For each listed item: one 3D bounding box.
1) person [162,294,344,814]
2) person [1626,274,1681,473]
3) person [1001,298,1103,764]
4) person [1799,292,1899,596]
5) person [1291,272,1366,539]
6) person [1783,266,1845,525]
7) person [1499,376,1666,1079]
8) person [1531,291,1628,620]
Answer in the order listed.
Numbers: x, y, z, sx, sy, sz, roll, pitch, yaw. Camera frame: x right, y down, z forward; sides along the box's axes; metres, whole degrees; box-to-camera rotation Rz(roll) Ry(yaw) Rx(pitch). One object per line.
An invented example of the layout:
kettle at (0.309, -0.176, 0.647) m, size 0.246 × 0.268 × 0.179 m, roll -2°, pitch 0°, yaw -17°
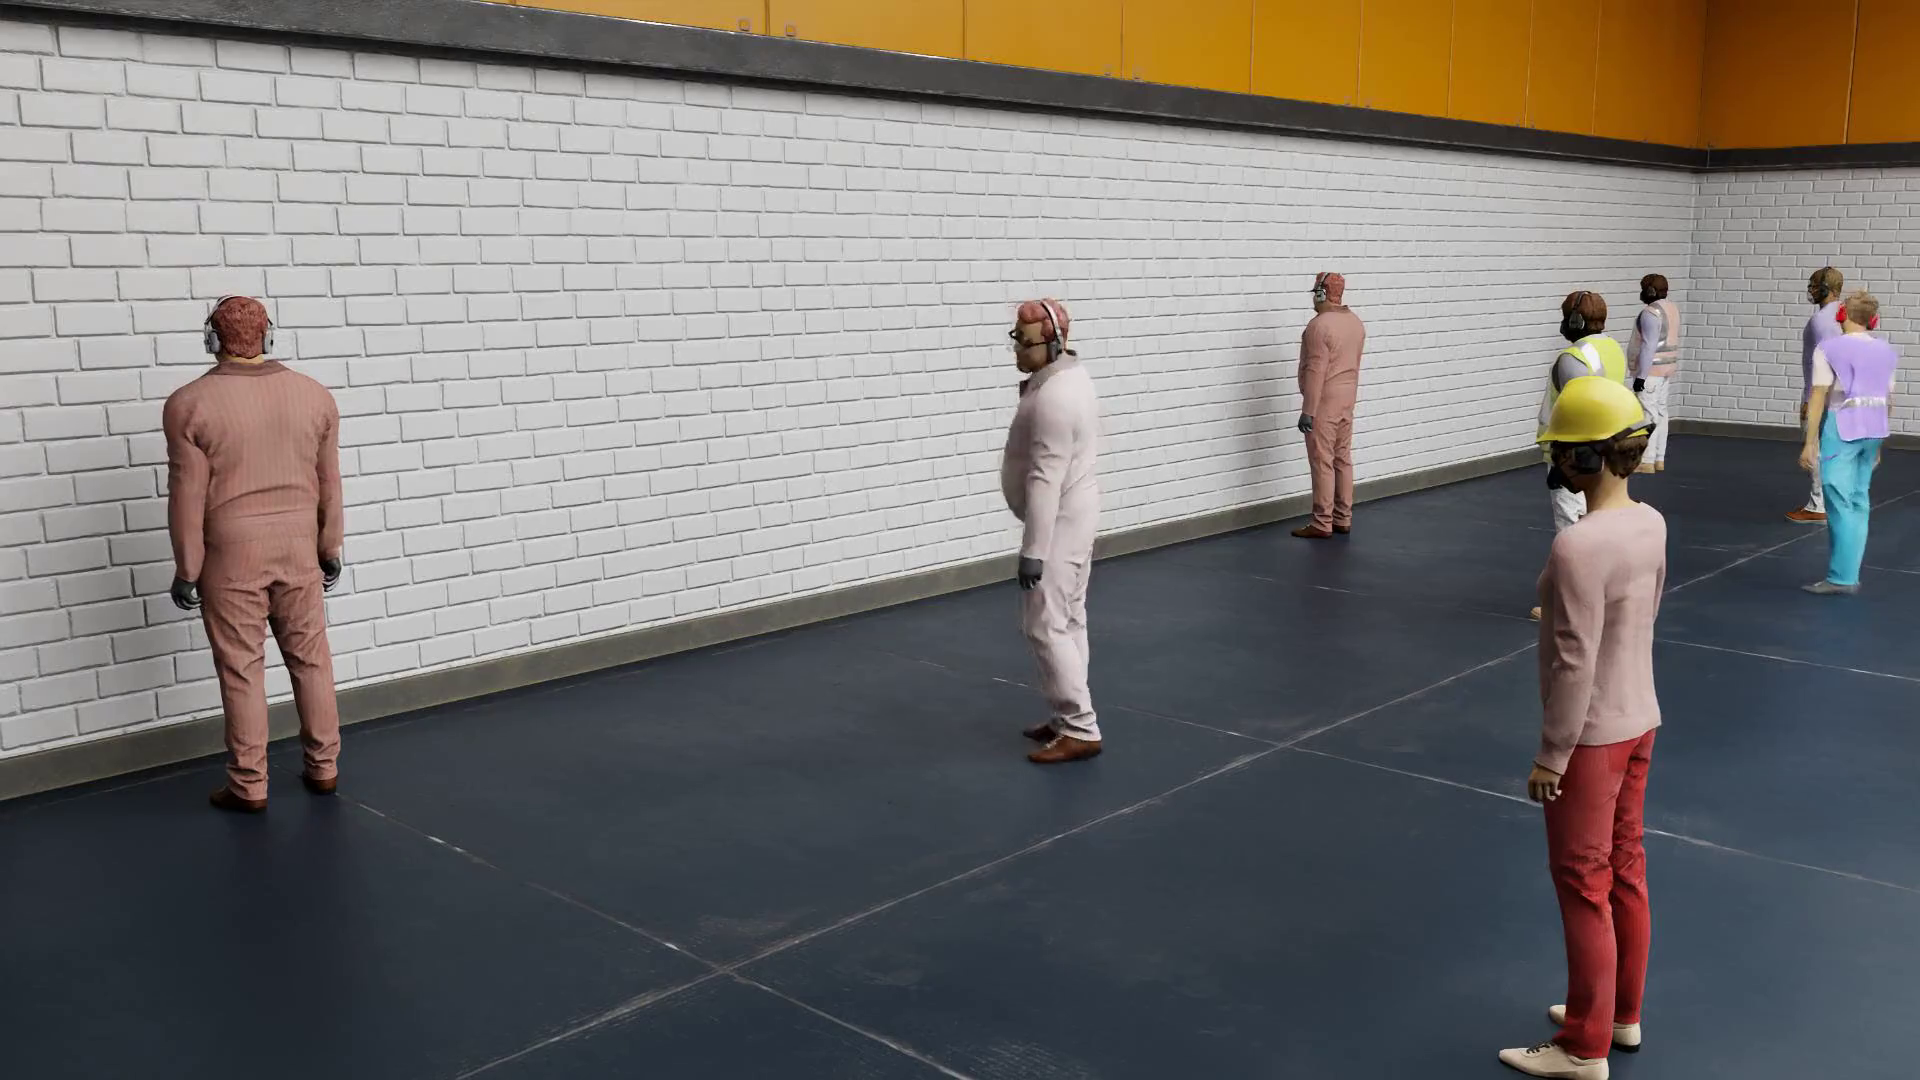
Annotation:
person at (-2.613, 0.052, 6.171) m, size 0.403 × 1.906 × 0.652 m, roll 9°, pitch 13°, yaw 42°
person at (6.401, -1.541, 15.427) m, size 0.429 × 1.839 × 0.634 m, roll 9°, pitch 13°, yaw 42°
person at (0.394, -0.035, 6.794) m, size 0.465 × 1.878 × 0.686 m, roll 3°, pitch 10°, yaw 14°
person at (5.358, -0.573, 10.013) m, size 0.618 × 1.813 × 0.441 m, roll -3°, pitch 10°, yaw -17°
person at (2.620, -0.963, 11.946) m, size 0.403 × 1.906 × 0.652 m, roll 9°, pitch 13°, yaw 42°
person at (6.507, -1.084, 12.545) m, size 0.355 × 1.936 × 0.635 m, roll 9°, pitch 13°, yaw 42°
person at (1.559, 0.476, 4.161) m, size 0.330 × 1.765 × 0.533 m, roll 9°, pitch 13°, yaw 42°
person at (3.428, -0.457, 9.249) m, size 0.429 × 1.841 × 0.634 m, roll 9°, pitch 13°, yaw 42°
